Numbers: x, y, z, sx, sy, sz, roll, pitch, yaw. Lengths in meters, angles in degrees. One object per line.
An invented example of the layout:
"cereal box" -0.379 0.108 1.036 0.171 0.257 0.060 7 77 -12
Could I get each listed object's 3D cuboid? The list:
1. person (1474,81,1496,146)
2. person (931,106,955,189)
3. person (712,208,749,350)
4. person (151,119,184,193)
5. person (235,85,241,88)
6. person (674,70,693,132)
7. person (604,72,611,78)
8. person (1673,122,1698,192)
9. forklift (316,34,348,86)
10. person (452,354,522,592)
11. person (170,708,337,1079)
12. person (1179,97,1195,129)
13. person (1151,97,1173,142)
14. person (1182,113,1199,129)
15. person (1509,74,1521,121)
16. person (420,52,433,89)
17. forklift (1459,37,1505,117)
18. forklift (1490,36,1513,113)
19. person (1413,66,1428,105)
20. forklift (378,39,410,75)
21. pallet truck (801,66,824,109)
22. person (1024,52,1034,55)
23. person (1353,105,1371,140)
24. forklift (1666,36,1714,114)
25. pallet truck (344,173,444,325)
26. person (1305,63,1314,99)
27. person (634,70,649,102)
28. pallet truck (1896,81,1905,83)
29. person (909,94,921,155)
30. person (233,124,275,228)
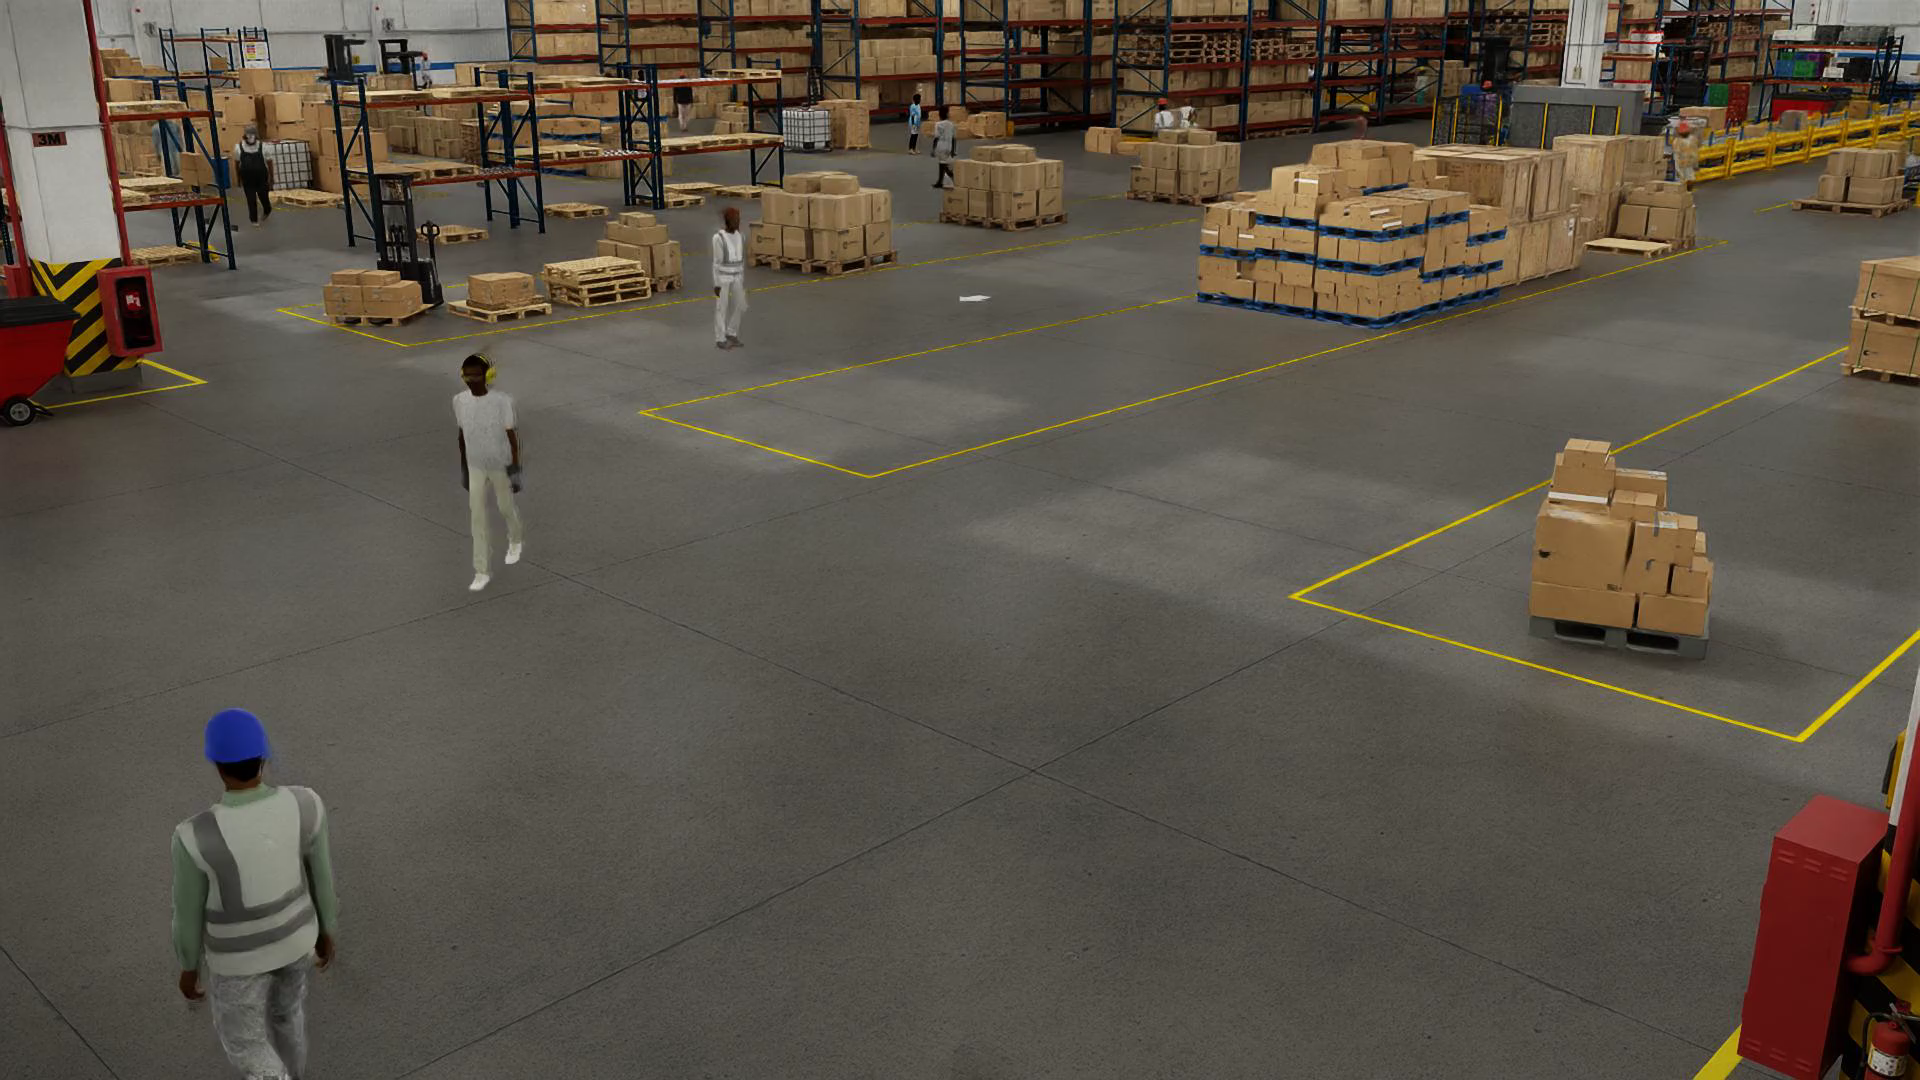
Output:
"person" 15.601 -12.668 49.449 0.432 1.920 0.553 -15 24 -39
"person" -0.318 -9.129 38.761 0.871 1.940 0.612 14 23 36
"person" -3.001 -3.379 21.586 0.490 1.853 0.582 14 23 36
"person" -18.049 -8.843 37.926 0.657 1.924 0.647 16 24 40
"person" -20.203 -11.838 46.921 0.356 1.937 0.638 4 19 12
"person" -9.024 -14.310 54.304 0.629 1.975 0.614 -2 18 -6
"person" -11.903 -14.864 56.221 0.602 1.818 0.639 -14 23 -37
"person" 15.267 -7.844 34.989 0.635 1.873 0.700 0 18 1
"forklift" -24.092 -18.092 64.290 1.129 2.768 1.873 17 25 41
"person" -3.734 -0.594 13.229 0.536 1.832 0.951 1 18 2
"person" -2.704 1.581 6.506 0.814 1.927 0.607 14 23 36
"person" 6.369 -11.670 46.929 0.518 1.601 0.808 13 22 34
"person" 5.083 -10.150 41.869 0.557 1.914 0.586 -16 24 -39
"person" 5.703 -9.830 41.432 0.513 1.596 0.874 -7 19 -19
"person" 19.812 -15.805 59.347 0.287 1.632 0.504 8 20 24
"person" -23.164 -20.217 72.232 0.712 1.886 0.558 16 24 40
"forklift" 19.580 -17.102 61.306 1.873 2.768 1.129 17 25 41
"forklift" 19.973 -17.201 61.605 1.873 2.768 1.129 16 24 40
"person" 17.167 -16.786 62.124 0.531 1.744 0.662 -15 24 -38
"forklift" -19.793 -16.149 58.437 1.873 2.768 1.129 17 25 41
"pallet truck" -4.812 -15.182 56.903 0.823 1.965 1.885 -9 21 -26
"person" 3.361 -22.377 78.578 0.623 1.988 1.062 -16 24 -39
"person" 10.181 -10.209 42.379 0.952 1.714 0.523 -6 19 -16
"forklift" 27.341 -17.291 61.877 1.129 2.768 1.873 17 25 41
"pallet truck" -8.209 -4.181 23.757 0.823 1.965 1.885 3 19 9
"person" 14.325 -18.695 67.979 0.550 1.662 0.775 4 19 11
"person" -10.753 -14.879 56.132 0.384 1.913 0.594 16 24 40
"pallet truck" 34.802 -16.331 61.455 0.653 1.274 1.630 17 25 41
"person" -1.262 -11.780 47.152 0.335 1.686 0.533 8 20 22
"person" -13.914 -7.211 32.820 0.720 2.000 0.697 -7 20 -19
